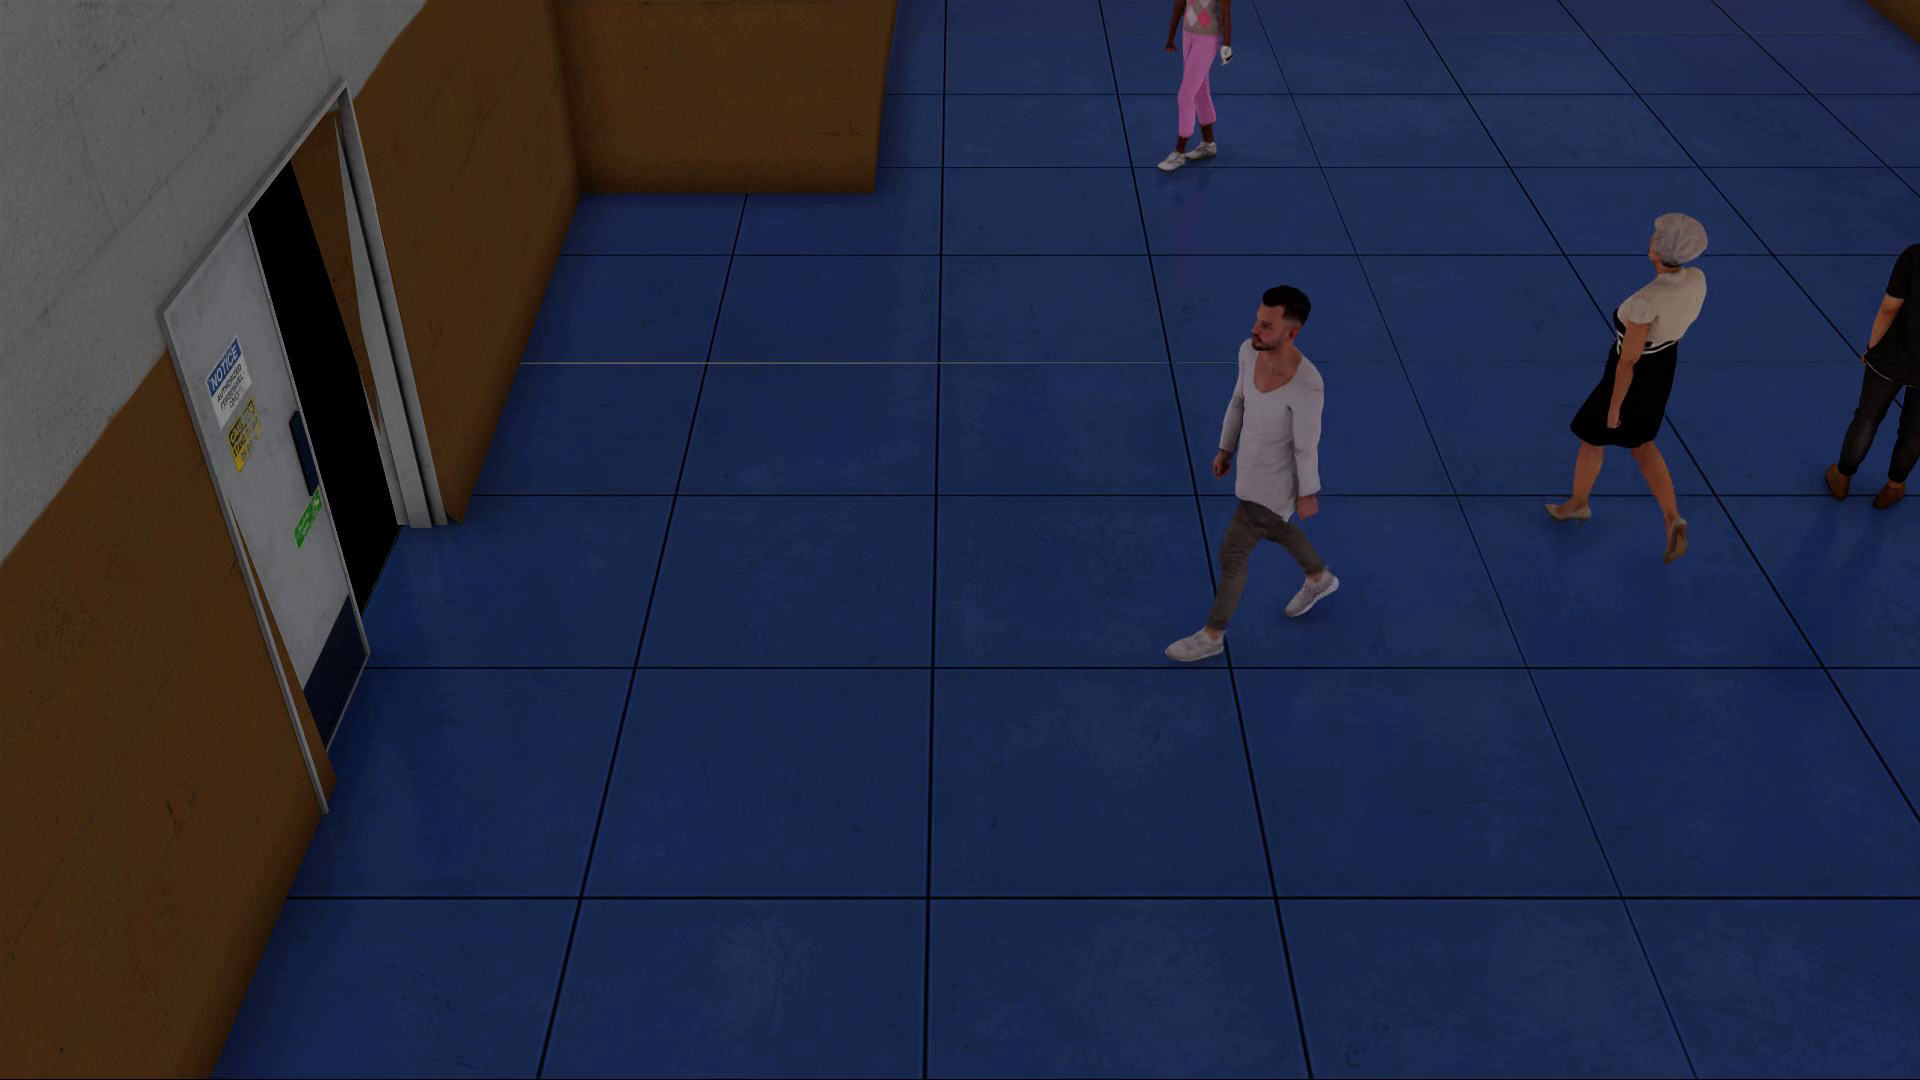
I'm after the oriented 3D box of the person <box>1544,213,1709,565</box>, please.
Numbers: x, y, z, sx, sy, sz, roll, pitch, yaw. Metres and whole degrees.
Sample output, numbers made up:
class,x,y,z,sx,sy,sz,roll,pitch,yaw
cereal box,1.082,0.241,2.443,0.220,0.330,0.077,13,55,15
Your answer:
class,x,y,z,sx,sy,sz,roll,pitch,yaw
person,3.184,-0.647,7.632,1.046,1.730,0.976,-18,41,-23

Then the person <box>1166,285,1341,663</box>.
class,x,y,z,sx,sy,sz,roll,pitch,yaw
person,1.386,-0.297,7.105,1.237,1.801,0.908,-13,39,-16

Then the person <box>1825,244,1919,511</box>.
class,x,y,z,sx,sy,sz,roll,pitch,yaw
person,4.609,-0.913,7.996,0.659,1.717,0.769,19,41,23

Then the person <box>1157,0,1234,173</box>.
class,x,y,z,sx,sy,sz,roll,pitch,yaw
person,1.706,-3.392,11.296,0.952,1.722,0.848,-21,42,-25
